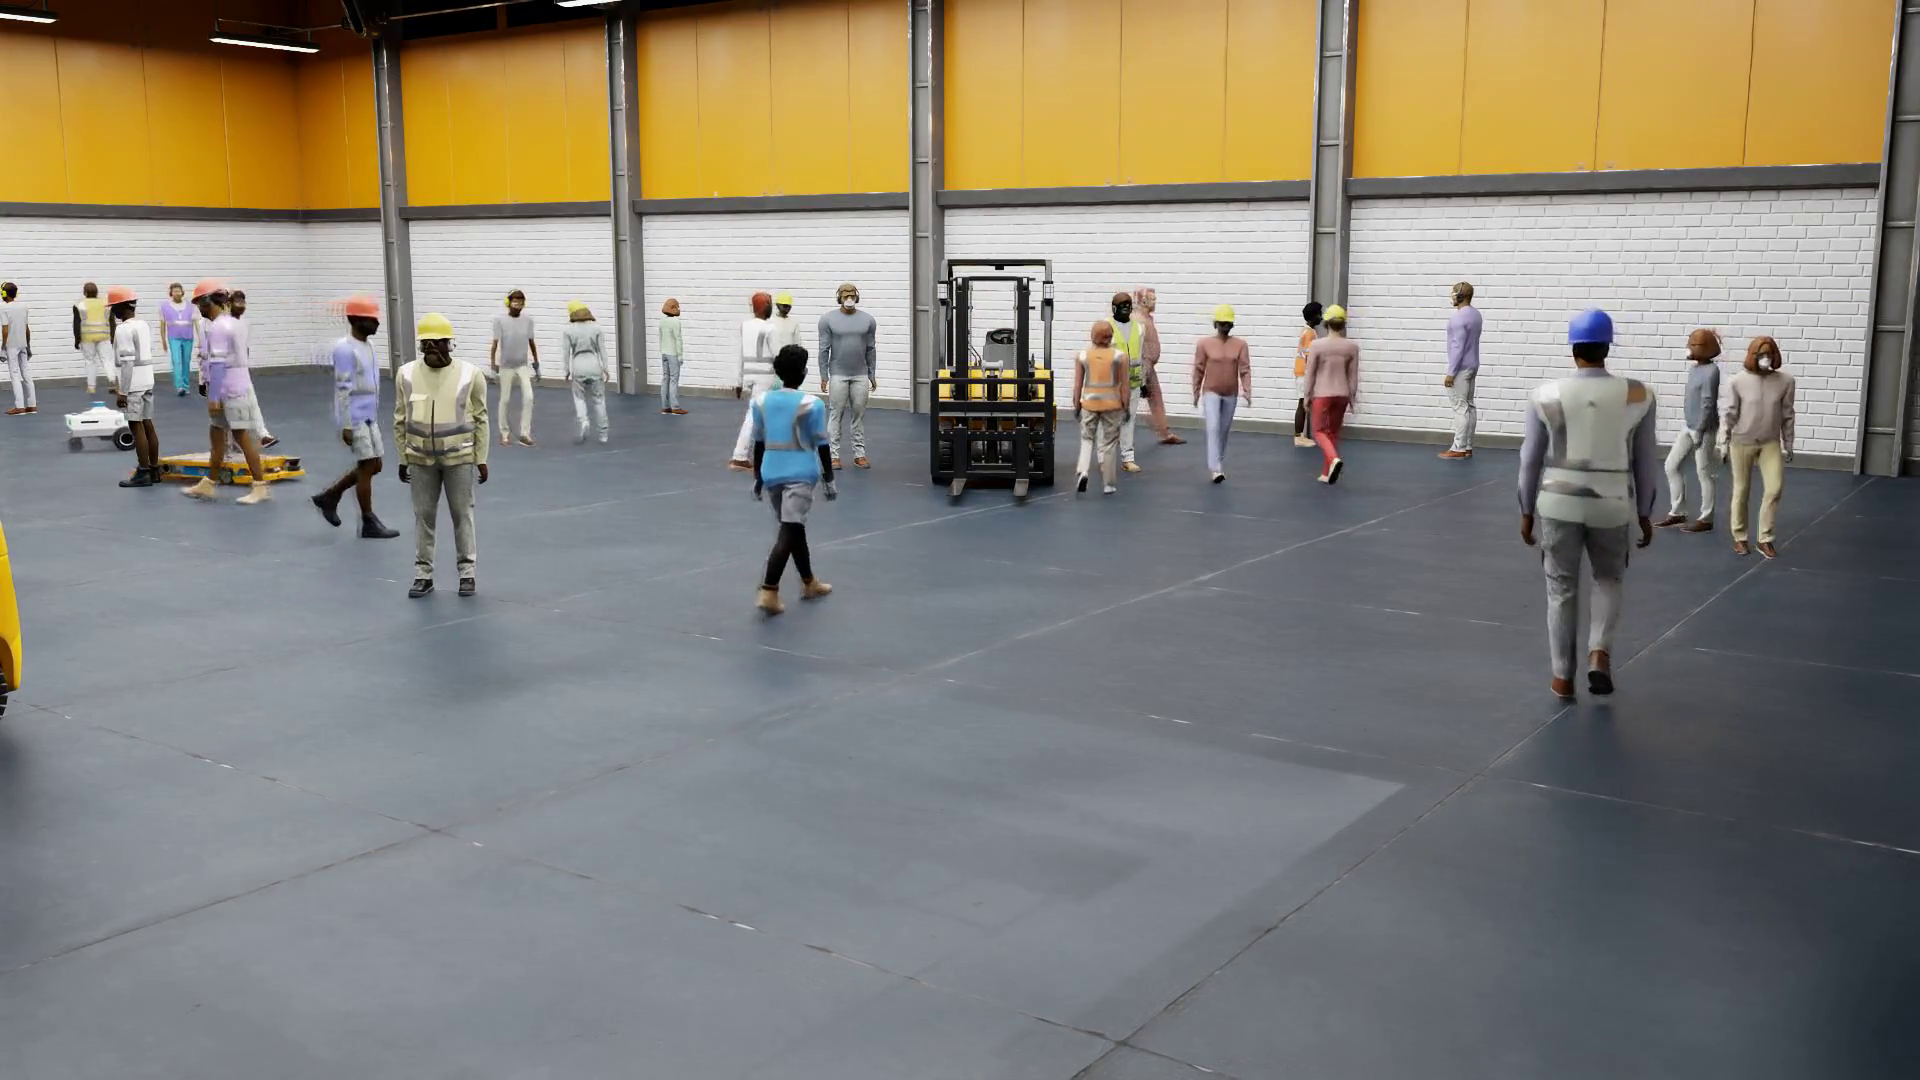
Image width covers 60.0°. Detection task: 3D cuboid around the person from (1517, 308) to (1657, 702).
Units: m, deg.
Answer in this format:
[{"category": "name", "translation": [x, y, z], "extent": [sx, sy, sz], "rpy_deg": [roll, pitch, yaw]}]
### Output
[{"category": "person", "translation": [3.042, -0.157, 8.107], "extent": [0.636, 1.933, 0.433], "rpy_deg": [2, 10, 14]}]

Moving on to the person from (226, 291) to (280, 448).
[{"category": "person", "translation": [-8.262, -1.932, 19.046], "extent": [0.988, 1.817, 0.525], "rpy_deg": [6, 11, 32]}]

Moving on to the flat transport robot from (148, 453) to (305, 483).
[{"category": "flat transport robot", "translation": [-7.275, -0.720, 16.411], "extent": [1.431, 0.197, 0.652], "rpy_deg": [3, 10, 18]}]

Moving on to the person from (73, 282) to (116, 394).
[{"category": "person", "translation": [-14.074, -3.283, 27.076], "extent": [0.644, 1.838, 0.634], "rpy_deg": [-8, 12, -39]}]

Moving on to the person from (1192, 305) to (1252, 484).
[{"category": "person", "translation": [2.563, -1.404, 16.162], "extent": [0.542, 1.724, 0.896], "rpy_deg": [-1, 10, -8]}]

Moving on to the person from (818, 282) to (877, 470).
[{"category": "person", "translation": [-1.162, -1.701, 17.295], "extent": [0.636, 1.939, 0.362], "rpy_deg": [-4, 10, -21]}]

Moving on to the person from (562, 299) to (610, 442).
[{"category": "person", "translation": [-4.439, -2.005, 19.788], "extent": [0.553, 1.709, 0.492], "rpy_deg": [-2, 10, -13]}]

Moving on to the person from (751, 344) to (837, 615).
[{"category": "person", "translation": [-1.046, -0.384, 10.298], "extent": [0.542, 1.655, 0.861], "rpy_deg": [6, 11, 32]}]

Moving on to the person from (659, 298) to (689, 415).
[{"category": "person", "translation": [-4.062, -2.585, 23.469], "extent": [0.286, 1.633, 0.501], "rpy_deg": [-8, 12, -40]}]

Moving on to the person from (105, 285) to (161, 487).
[{"category": "person", "translation": [-7.936, -1.471, 15.943], "extent": [0.369, 1.933, 0.543], "rpy_deg": [-1, 10, -3]}]

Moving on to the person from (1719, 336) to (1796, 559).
[{"category": "person", "translation": [5.812, -0.669, 12.097], "extent": [0.540, 1.608, 0.595], "rpy_deg": [2, 10, 10]}]

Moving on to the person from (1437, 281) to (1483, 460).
[{"category": "person", "translation": [5.456, -1.839, 18.116], "extent": [0.371, 1.941, 0.627], "rpy_deg": [7, 12, 36]}]

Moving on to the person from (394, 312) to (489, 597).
[{"category": "person", "translation": [-3.338, -0.543, 10.712], "extent": [0.589, 1.835, 0.404], "rpy_deg": [-1, 10, -4]}]

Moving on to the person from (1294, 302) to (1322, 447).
[{"category": "person", "translation": [4.050, -1.923, 19.368], "extent": [0.321, 1.689, 0.530], "rpy_deg": [2, 10, 10]}]

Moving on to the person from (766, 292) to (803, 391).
[{"category": "person", "translation": [-2.309, -2.379, 21.849], "extent": [0.553, 1.753, 0.350], "rpy_deg": [-6, 11, -32]}]

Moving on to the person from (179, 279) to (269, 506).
[{"category": "person", "translation": [-6.597, -1.295, 14.715], "extent": [0.844, 1.990, 0.704], "rpy_deg": [-3, 10, -18]}]

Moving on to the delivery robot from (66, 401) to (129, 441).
[{"category": "delivery robot", "translation": [-9.793, -1.337, 18.962], "extent": [0.707, 0.478, 0.477], "rpy_deg": [-5, 11, -30]}]

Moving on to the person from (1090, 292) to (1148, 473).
[{"category": "person", "translation": [1.640, -1.602, 16.994], "extent": [0.621, 1.845, 0.429], "rpy_deg": [-3, 10, -19]}]

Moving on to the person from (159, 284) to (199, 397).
[{"category": "person", "translation": [-12.423, -3.183, 26.562], "extent": [0.584, 1.790, 0.981], "rpy_deg": [-7, 12, -35]}]

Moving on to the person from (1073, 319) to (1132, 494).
[{"category": "person", "translation": [1.307, -1.212, 15.303], "extent": [0.535, 1.630, 0.499], "rpy_deg": [3, 10, 15]}]

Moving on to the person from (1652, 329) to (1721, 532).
[{"category": "person", "translation": [5.778, -0.861, 13.216], "extent": [0.557, 1.614, 0.523], "rpy_deg": [1, 10, 4]}]

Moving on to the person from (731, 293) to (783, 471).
[{"category": "person", "translation": [-2.031, -1.649, 17.306], "extent": [1.008, 1.827, 0.597], "rpy_deg": [-9, 13, -44]}]

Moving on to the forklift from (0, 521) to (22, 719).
[{"category": "forklift", "translation": [-5.296, -0.090, 6.943], "extent": [1.214, 2.155, 2.313], "rpy_deg": [7, 12, 35]}]

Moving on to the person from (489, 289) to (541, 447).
[{"category": "person", "translation": [-5.176, -1.999, 19.394], "extent": [0.677, 1.823, 0.801], "rpy_deg": [-7, 12, -35]}]

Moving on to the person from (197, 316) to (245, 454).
[{"category": "person", "translation": [-7.627, -1.666, 17.124], "extent": [0.594, 1.924, 0.382], "rpy_deg": [4, 10, 24]}]

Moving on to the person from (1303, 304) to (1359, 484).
[{"category": "person", "translation": [3.572, -1.376, 15.925], "extent": [0.533, 1.744, 0.626], "rpy_deg": [-2, 10, -11]}]

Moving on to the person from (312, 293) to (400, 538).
[{"category": "person", "translation": [-4.752, -0.959, 12.961], "extent": [0.653, 1.921, 0.554], "rpy_deg": [1, 10, 6]}]

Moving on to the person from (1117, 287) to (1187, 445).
[{"category": "person", "translation": [2.151, -2.033, 19.527], "extent": [0.969, 1.859, 0.658], "rpy_deg": [2, 10, 14]}]

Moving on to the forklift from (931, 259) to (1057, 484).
[{"category": "forklift", "translation": [0.370, -1.738, 16.759], "extent": [1.214, 2.155, 2.313], "rpy_deg": [1, 10, 3]}]

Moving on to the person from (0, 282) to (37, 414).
[{"category": "person", "translation": [-13.319, -2.697, 23.439], "extent": [0.309, 1.868, 0.534], "rpy_deg": [2, 10, 14]}]
